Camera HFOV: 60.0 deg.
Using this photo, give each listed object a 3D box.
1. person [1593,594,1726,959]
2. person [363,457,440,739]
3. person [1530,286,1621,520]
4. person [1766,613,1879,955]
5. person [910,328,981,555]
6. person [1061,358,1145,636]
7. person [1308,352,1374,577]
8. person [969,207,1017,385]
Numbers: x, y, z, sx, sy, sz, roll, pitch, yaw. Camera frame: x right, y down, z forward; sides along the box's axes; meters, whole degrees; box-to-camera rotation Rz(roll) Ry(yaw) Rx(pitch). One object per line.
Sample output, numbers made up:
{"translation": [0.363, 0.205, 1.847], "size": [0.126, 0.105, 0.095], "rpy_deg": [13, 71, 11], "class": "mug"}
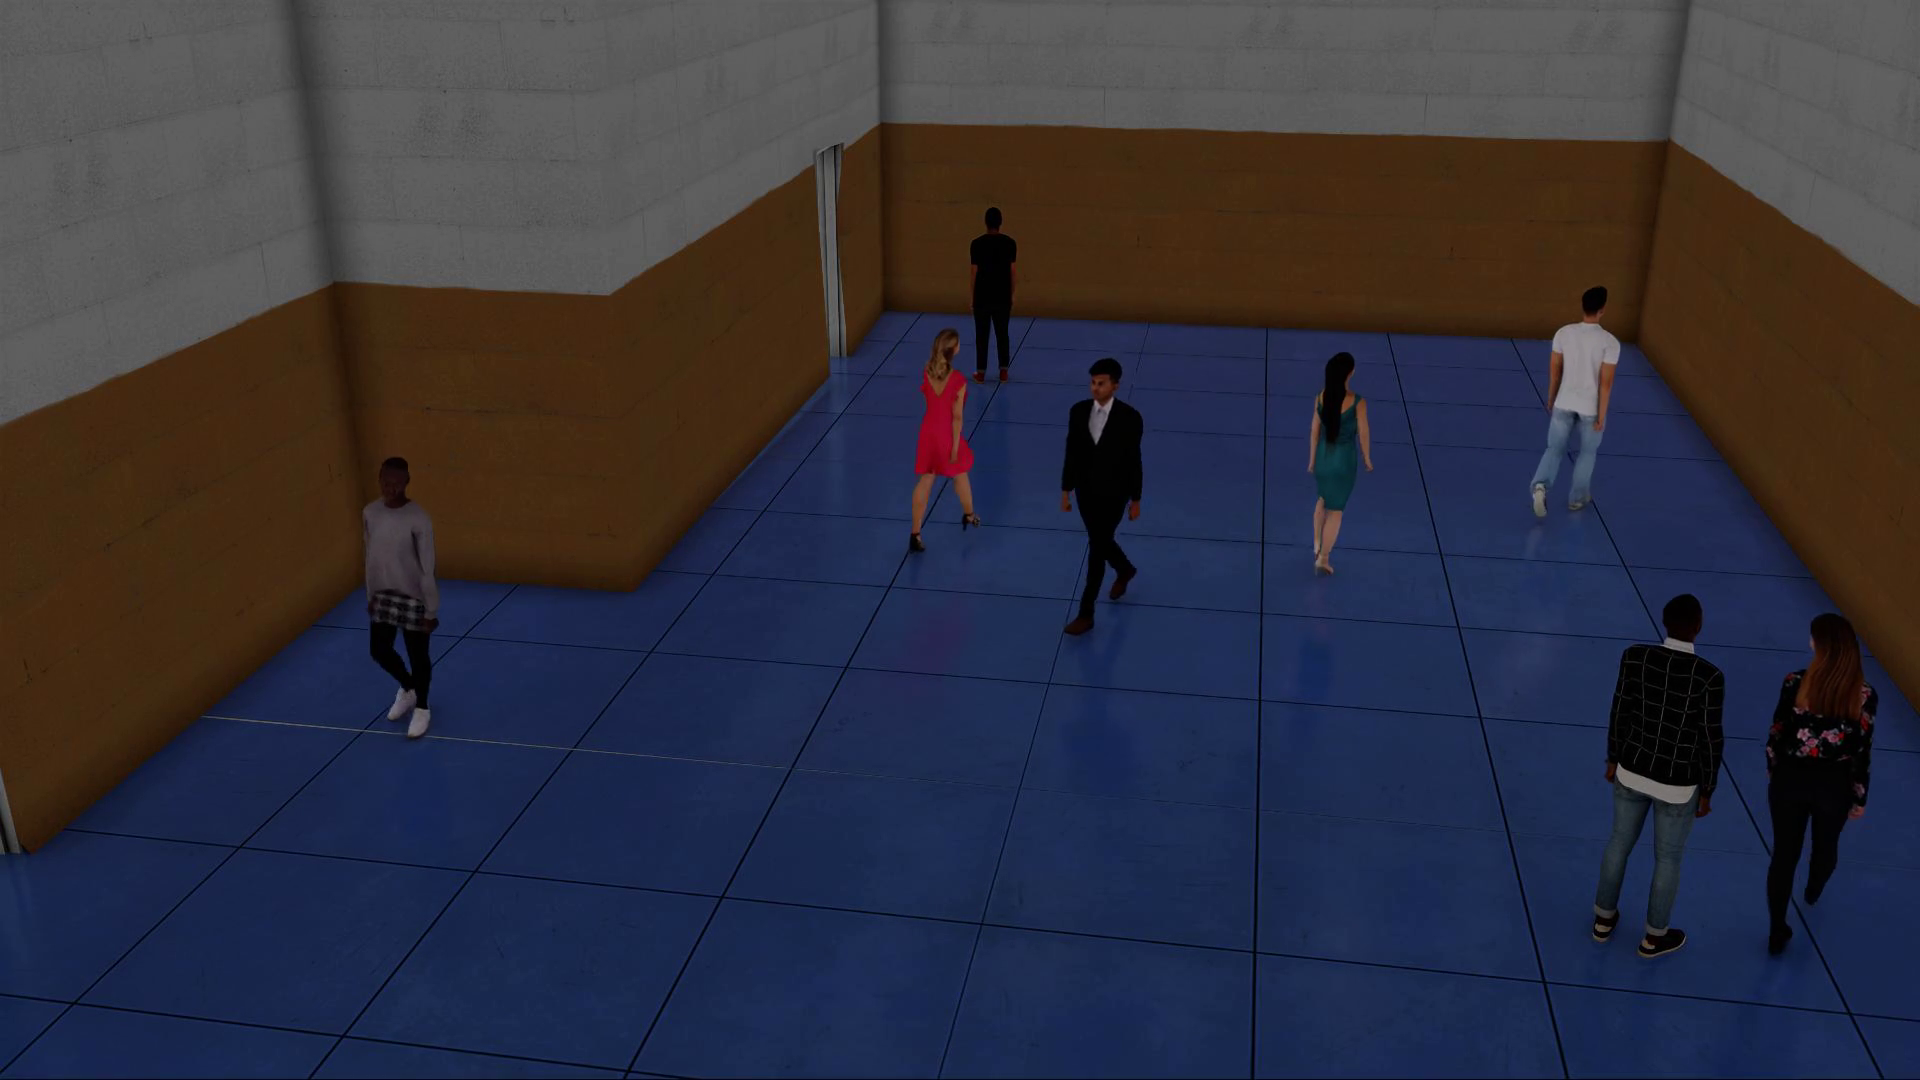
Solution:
{"translation": [3.245, 1.091, 7.747], "size": [0.688, 1.820, 0.803], "rpy_deg": [19, 28, 38], "class": "person"}
{"translation": [-3.247, 0.323, 9.744], "size": [0.597, 1.757, 0.744], "rpy_deg": [10, 24, 23], "class": "person"}
{"translation": [4.825, -1.049, 13.044], "size": [1.121, 1.843, 1.059], "rpy_deg": [17, 28, 36], "class": "person"}
{"translation": [3.958, 1.239, 7.782], "size": [1.008, 1.521, 0.914], "rpy_deg": [15, 26, 32], "class": "person"}
{"translation": [-0.200, -0.700, 12.404], "size": [1.085, 1.672, 0.918], "rpy_deg": [14, 26, 30], "class": "person"}
{"translation": [1.015, -0.339, 11.275], "size": [1.280, 1.845, 1.142], "rpy_deg": [15, 27, 33], "class": "person"}
{"translation": [2.668, -0.512, 11.931], "size": [0.655, 1.676, 0.734], "rpy_deg": [17, 27, 35], "class": "person"}
{"translation": [0.324, -2.438, 16.616], "size": [0.617, 1.756, 0.754], "rpy_deg": [-5, 22, -12], "class": "person"}
